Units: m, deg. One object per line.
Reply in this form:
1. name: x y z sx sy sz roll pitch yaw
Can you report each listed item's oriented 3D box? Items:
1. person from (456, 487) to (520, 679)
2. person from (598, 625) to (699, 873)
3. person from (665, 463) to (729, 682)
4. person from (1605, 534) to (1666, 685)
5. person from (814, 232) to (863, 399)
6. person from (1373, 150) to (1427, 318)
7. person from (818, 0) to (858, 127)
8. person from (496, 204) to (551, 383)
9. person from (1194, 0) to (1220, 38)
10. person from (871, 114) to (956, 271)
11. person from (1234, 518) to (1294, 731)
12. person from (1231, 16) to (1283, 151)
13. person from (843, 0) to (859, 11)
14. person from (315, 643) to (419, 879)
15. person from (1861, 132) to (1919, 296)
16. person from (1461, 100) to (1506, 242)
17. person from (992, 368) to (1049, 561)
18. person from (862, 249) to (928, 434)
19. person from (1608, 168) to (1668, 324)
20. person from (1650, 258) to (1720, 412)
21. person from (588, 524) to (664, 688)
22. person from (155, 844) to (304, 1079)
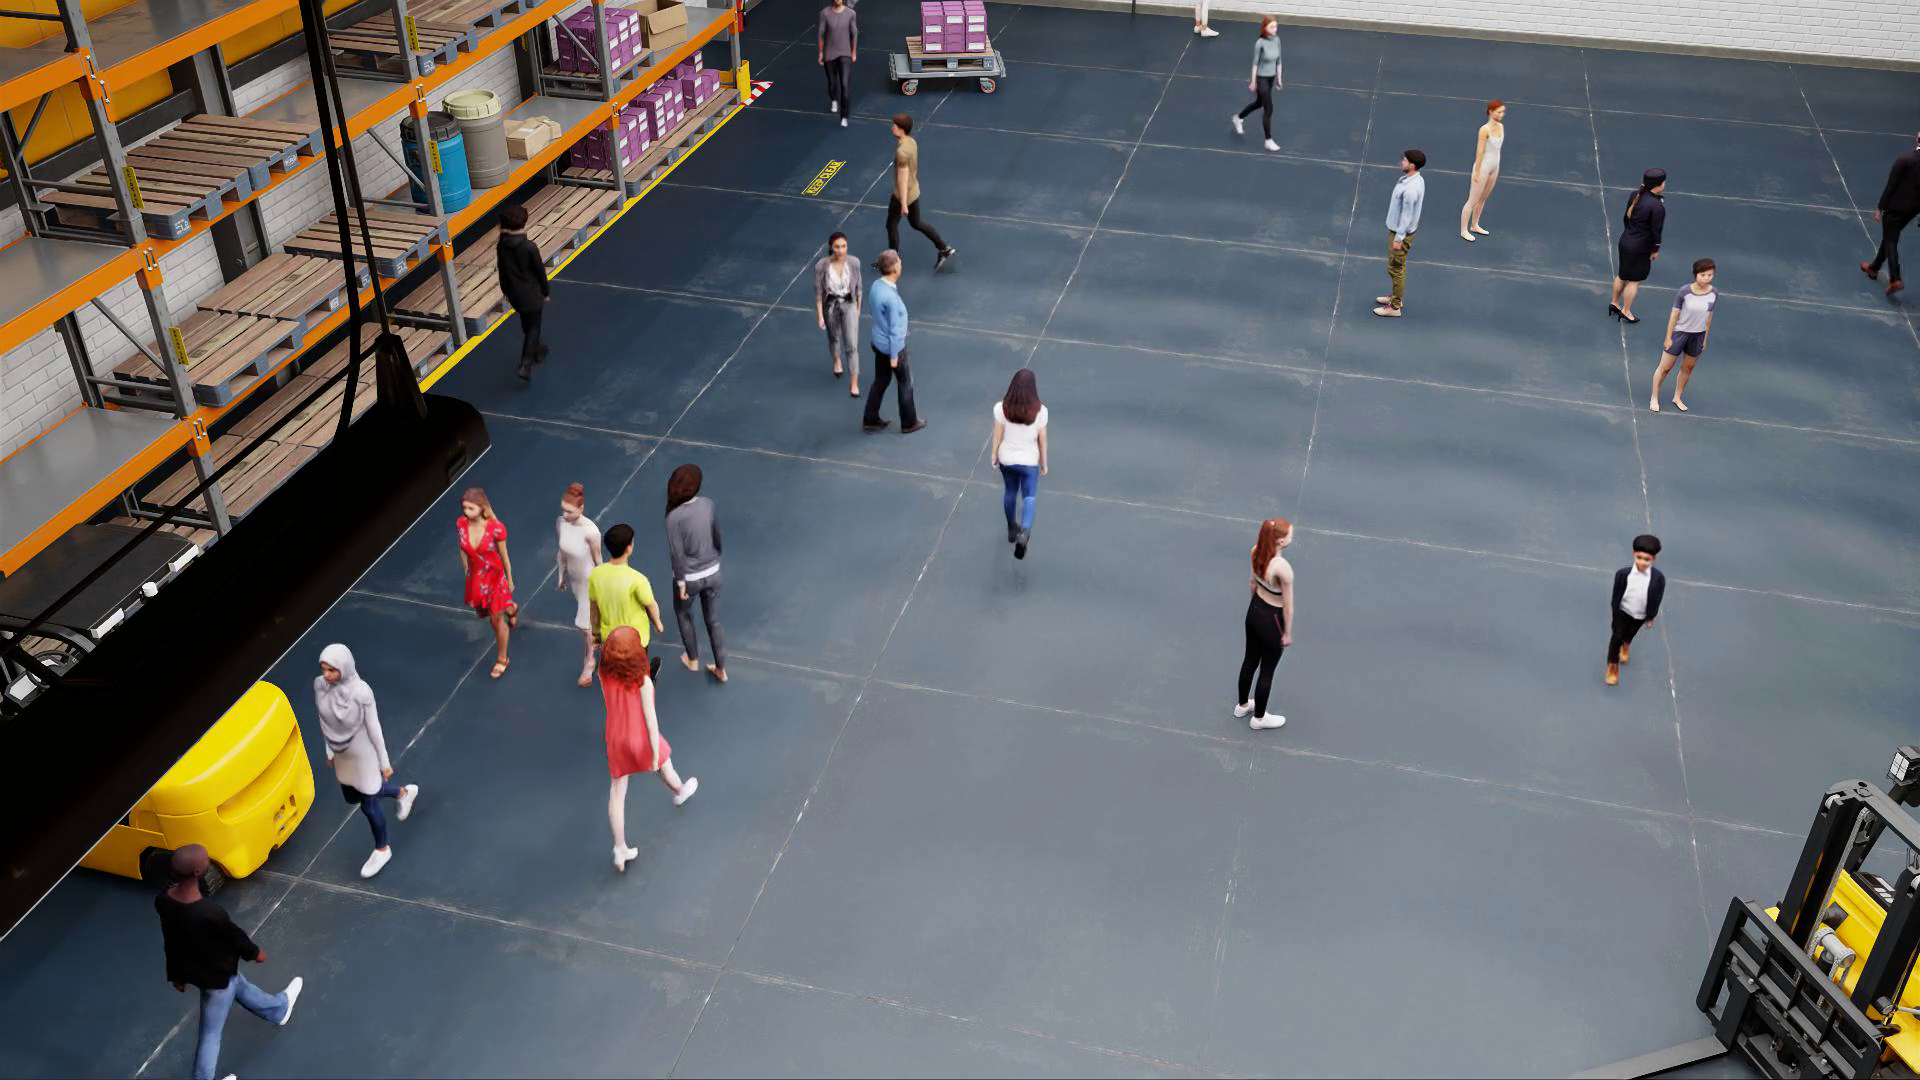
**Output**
1. person: -3.516 0.251 12.564 0.557 1.579 0.829 8 34 11
2. person: -2.157 1.376 10.686 0.649 1.784 1.113 11 35 16
3. person: -1.919 0.301 12.351 0.812 1.733 0.871 -28 43 -35
4. person: 5.107 0.470 12.585 0.531 1.190 0.854 11 35 16
5. person: -1.204 -2.256 16.296 0.916 1.623 1.170 -5 34 -7
6. person: 4.696 -3.263 17.642 0.748 1.811 0.514 11 35 16
7. person: -1.682 -6.663 22.751 0.924 1.817 1.254 -1 34 -1
8. person: -4.319 -2.408 16.409 0.647 1.751 1.108 7 34 11
9. person: 3.865 -8.784 26.037 0.752 1.713 0.645 -7 34 -11
10. person: -0.509 -3.827 18.479 0.735 1.823 1.109 7 34 11
11. person: 2.183 0.591 11.907 0.725 1.740 0.651 -15 37 -22
12. person: 3.954 -6.042 21.917 1.134 1.706 1.100 -22 40 -30
13. person: -1.762 -8.935 26.149 0.918 1.839 0.805 -22 40 -30
14. person: -3.829 1.347 10.757 0.735 1.755 0.933 16 37 22
15. person: 10.275 -3.569 18.064 0.922 1.854 1.246 -1 34 -1
16. person: 6.122 -4.327 19.393 0.575 1.644 0.677 -26 41 -33
17. person: 0.484 -0.574 13.732 0.661 1.661 0.953 5 34 7
18. person: -0.732 -1.822 15.500 0.992 1.781 0.941 -13 36 -18
19. person: 7.140 -3.101 17.524 0.866 1.671 0.753 -9 35 -13
20. person: 6.966 -1.975 15.926 0.623 1.565 0.606 -1 34 -1
21. person: -2.412 0.718 11.783 0.719 1.666 1.110 12 35 17
22. person: -4.176 2.461 9.133 0.762 1.697 1.199 14 36 20
